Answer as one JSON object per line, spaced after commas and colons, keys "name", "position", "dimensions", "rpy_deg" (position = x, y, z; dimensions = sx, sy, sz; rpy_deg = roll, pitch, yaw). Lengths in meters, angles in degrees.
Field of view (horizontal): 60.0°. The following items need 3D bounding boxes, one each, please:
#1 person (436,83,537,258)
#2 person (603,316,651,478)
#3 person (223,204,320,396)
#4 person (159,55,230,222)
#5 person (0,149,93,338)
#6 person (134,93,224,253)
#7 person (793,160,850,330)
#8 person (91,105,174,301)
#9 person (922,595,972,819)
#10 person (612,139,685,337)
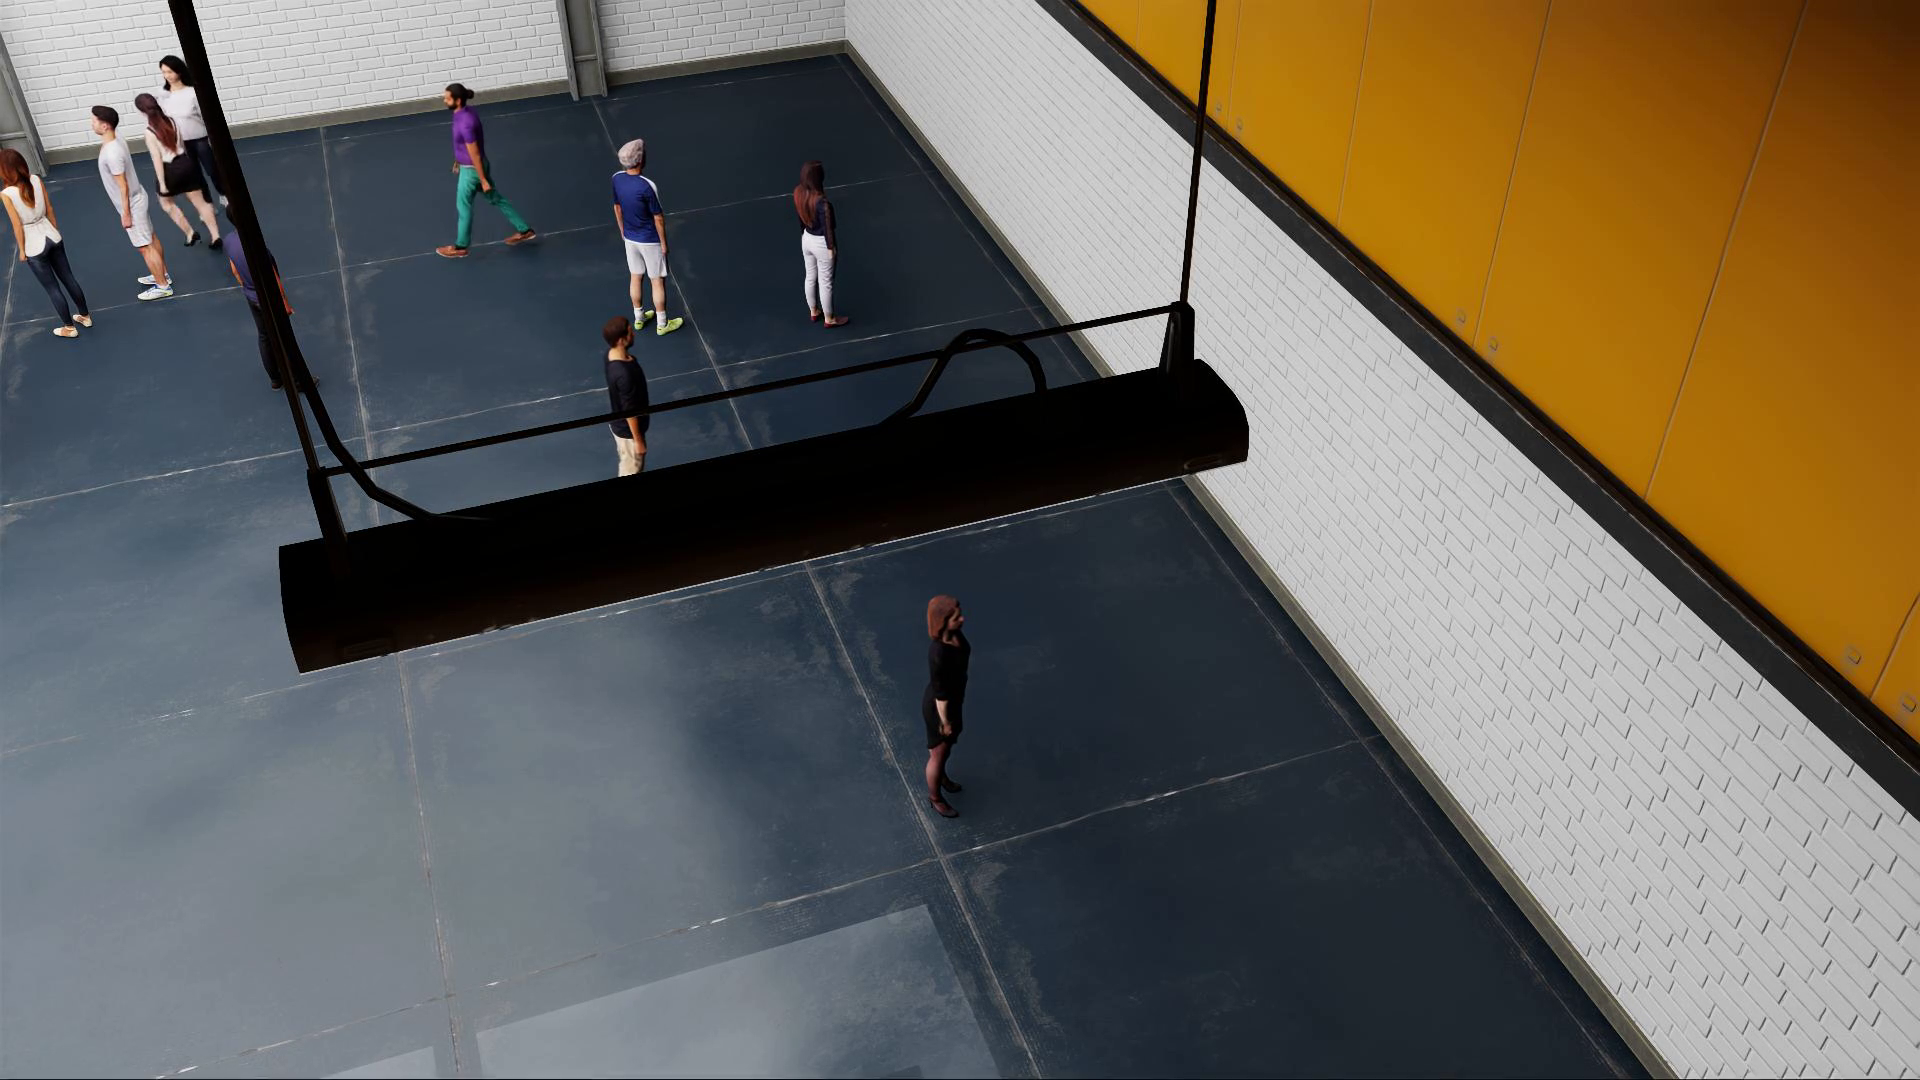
{"name": "person", "position": [-4.538, -3.541, 15.905], "dimensions": [1.219, 1.728, 0.756], "rpy_deg": [-8, 39, -9]}
{"name": "person", "position": [-2.486, -0.840, 12.424], "dimensions": [0.549, 1.850, 0.639], "rpy_deg": [-14, 41, -17]}
{"name": "person", "position": [-5.849, -2.033, 13.963], "dimensions": [0.709, 1.793, 0.756], "rpy_deg": [18, 42, 21]}
{"name": "person", "position": [-7.587, -3.993, 16.498], "dimensions": [0.724, 1.695, 0.811], "rpy_deg": [1, 39, 1]}
{"name": "person", "position": [-8.112, -2.623, 14.709], "dimensions": [0.729, 1.785, 0.677], "rpy_deg": [15, 41, 18]}
{"name": "person", "position": [-7.426, -3.462, 15.889], "dimensions": [0.897, 1.624, 0.847], "rpy_deg": [15, 41, 18]}
{"name": "person", "position": [-1.252, -2.651, 14.887], "dimensions": [0.674, 1.608, 0.676], "rpy_deg": [-31, 48, -33]}
{"name": "person", "position": [-7.605, -3.109, 15.261], "dimensions": [0.545, 1.856, 0.665], "rpy_deg": [-13, 40, -15]}
{"name": "person", "position": [-0.101, 1.007, 10.227], "dimensions": [0.658, 1.706, 0.659], "rpy_deg": [6, 39, 7]}
{"name": "person", "position": [-2.809, -2.687, 14.748], "dimensions": [0.716, 1.837, 0.766], "rpy_deg": [18, 42, 21]}
